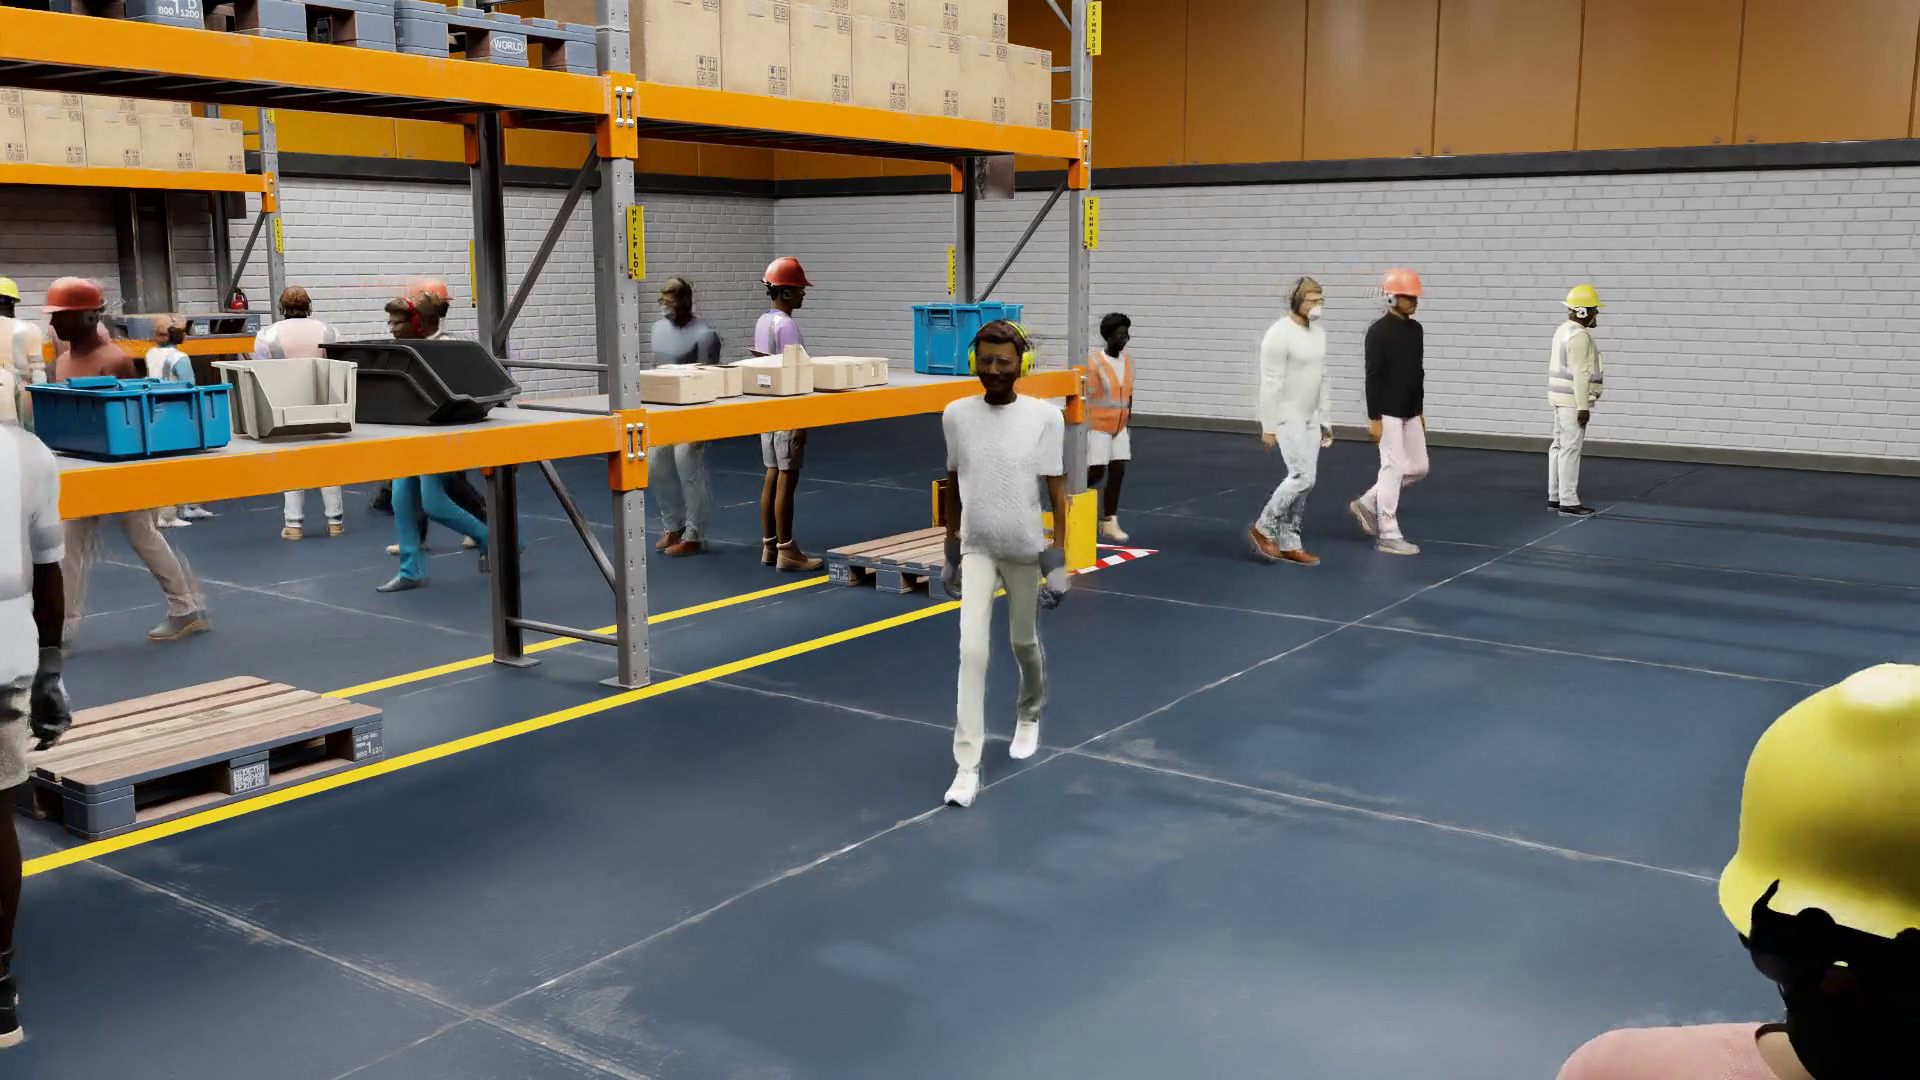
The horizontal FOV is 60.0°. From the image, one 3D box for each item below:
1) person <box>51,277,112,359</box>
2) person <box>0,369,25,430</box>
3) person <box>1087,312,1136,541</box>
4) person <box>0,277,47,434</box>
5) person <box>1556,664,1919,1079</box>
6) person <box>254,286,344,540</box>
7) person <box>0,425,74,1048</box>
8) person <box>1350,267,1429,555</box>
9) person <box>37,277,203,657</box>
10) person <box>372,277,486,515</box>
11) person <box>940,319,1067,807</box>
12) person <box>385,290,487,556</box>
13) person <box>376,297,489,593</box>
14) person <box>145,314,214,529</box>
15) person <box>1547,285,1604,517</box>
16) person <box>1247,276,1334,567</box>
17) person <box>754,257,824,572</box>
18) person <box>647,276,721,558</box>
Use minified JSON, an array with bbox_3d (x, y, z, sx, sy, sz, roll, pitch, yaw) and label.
[{"bbox_3d":[-6.926,-1.126,13.178,0.660,1.892,0.619,8,12,39],"label":"person"},{"bbox_3d":[-5.798,-0.455,9.986,0.343,1.630,0.523,1,10,6],"label":"person"},{"bbox_3d":[1.000,-0.826,12.081,0.540,1.670,0.568,-8,12,-40],"label":"person"},{"bbox_3d":[-7.146,-1.024,12.543,0.613,1.897,0.476,-1,10,-3],"label":"person"},{"bbox_3d":[0.637,0.948,1.246,0.451,1.746,0.538,-8,13,-41],"label":"person"},{"bbox_3d":[-4.796,-0.923,12.129,0.624,1.844,0.430,-6,11,-31],"label":"person"},{"bbox_3d":[-2.652,0.353,4.269,0.499,1.950,0.704,3,10,20],"label":"person"},{"bbox_3d":[2.994,-0.899,11.580,0.643,1.979,0.547,-9,13,-44],"label":"person"},{"bbox_3d":[-4.426,-0.374,8.573,0.621,1.949,1.022,5,11,28],"label":"person"},{"bbox_3d":[-4.273,-1.145,13.322,0.998,1.900,0.540,-4,10,-23],"label":"person"},{"bbox_3d":[0.168,0.049,6.473,0.538,1.811,0.993,2,10,12],"label":"person"},{"bbox_3d":[-3.604,-0.809,11.514,0.751,1.823,0.529,-8,12,-39],"label":"person"},{"bbox_3d":[-3.261,-0.593,10.284,0.574,1.810,0.729,8,12,39],"label":"person"},{"bbox_3d":[-5.916,-0.905,12.685,0.541,1.615,0.649,7,12,38],"label":"person"},{"bbox_3d":[4.898,-1.106,13.241,0.404,1.835,0.588,1,10,5],"label":"person"},{"bbox_3d":[2.239,-0.770,10.974,0.428,1.923,0.631,7,12,38],"label":"person"},{"bbox_3d":[-1.134,-0.814,10.881,0.376,2.045,0.605,-4,11,-25],"label":"person"},{"bbox_3d":[-1.887,-0.813,11.243,0.648,1.915,0.488,7,12,36],"label":"person"}]
